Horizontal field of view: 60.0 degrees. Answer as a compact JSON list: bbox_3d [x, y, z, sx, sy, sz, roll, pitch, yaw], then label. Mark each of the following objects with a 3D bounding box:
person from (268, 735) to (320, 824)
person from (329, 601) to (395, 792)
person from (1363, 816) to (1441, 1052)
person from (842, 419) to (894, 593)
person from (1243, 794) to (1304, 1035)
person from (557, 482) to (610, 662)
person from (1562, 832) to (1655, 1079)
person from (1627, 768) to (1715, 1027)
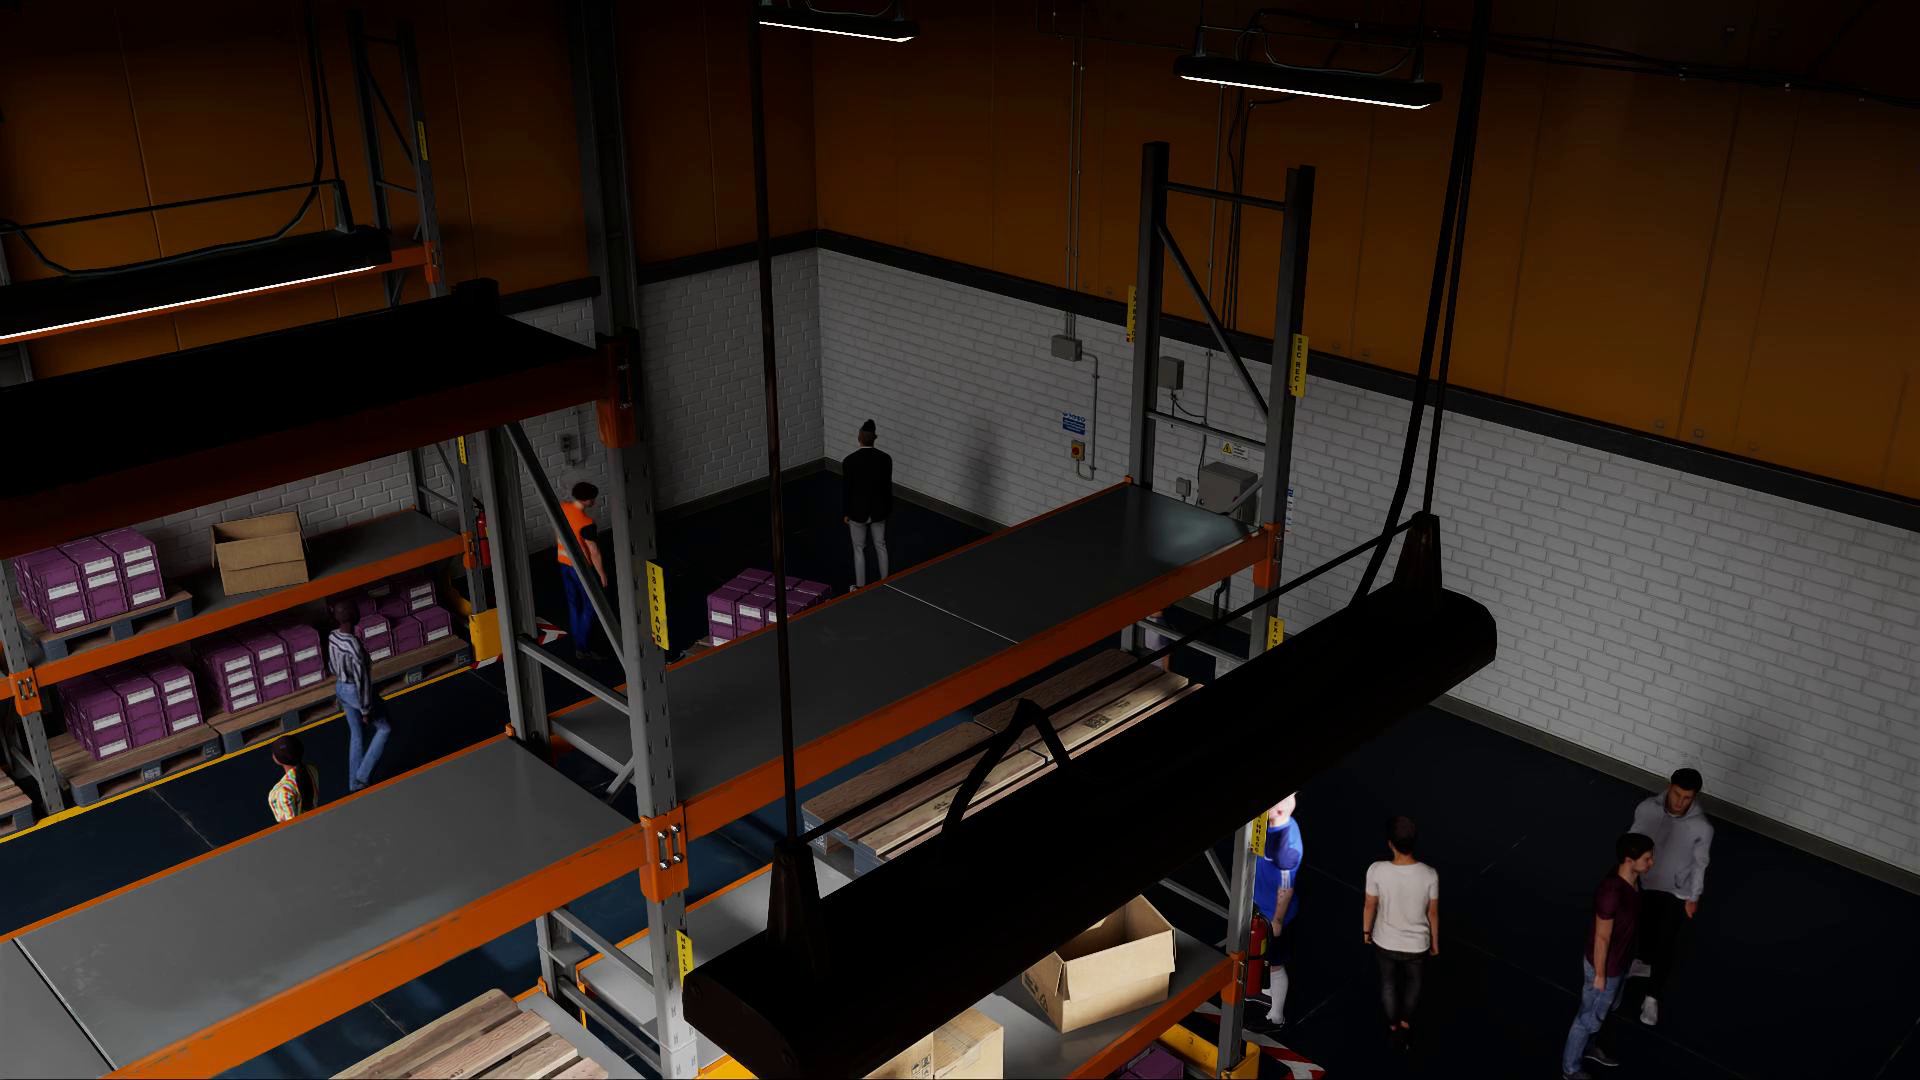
[{"bbox_3d":[-4.620,2.167,11.751,0.737,1.793,0.644,4,24,9],"label":"person"},{"bbox_3d":[-5.015,1.352,13.627,0.681,1.783,0.668,16,28,32],"label":"person"},{"bbox_3d":[2.868,2.620,10.828,0.844,1.701,0.907,7,25,15],"label":"person"},{"bbox_3d":[-0.943,-0.328,17.265,0.708,1.949,0.842,-7,25,-16],"label":"person"},{"bbox_3d":[2.087,2.436,11.075,0.795,1.841,0.731,0,24,1],"label":"person"},{"bbox_3d":[-3.701,0.259,16.053,0.799,1.843,0.690,10,25,21],"label":"person"},{"bbox_3d":[4.127,2.643,10.591,0.736,1.849,0.520,17,29,34],"label":"person"},{"bbox_3d":[4.790,2.302,11.317,0.878,1.892,0.673,-19,30,-37],"label":"person"}]
